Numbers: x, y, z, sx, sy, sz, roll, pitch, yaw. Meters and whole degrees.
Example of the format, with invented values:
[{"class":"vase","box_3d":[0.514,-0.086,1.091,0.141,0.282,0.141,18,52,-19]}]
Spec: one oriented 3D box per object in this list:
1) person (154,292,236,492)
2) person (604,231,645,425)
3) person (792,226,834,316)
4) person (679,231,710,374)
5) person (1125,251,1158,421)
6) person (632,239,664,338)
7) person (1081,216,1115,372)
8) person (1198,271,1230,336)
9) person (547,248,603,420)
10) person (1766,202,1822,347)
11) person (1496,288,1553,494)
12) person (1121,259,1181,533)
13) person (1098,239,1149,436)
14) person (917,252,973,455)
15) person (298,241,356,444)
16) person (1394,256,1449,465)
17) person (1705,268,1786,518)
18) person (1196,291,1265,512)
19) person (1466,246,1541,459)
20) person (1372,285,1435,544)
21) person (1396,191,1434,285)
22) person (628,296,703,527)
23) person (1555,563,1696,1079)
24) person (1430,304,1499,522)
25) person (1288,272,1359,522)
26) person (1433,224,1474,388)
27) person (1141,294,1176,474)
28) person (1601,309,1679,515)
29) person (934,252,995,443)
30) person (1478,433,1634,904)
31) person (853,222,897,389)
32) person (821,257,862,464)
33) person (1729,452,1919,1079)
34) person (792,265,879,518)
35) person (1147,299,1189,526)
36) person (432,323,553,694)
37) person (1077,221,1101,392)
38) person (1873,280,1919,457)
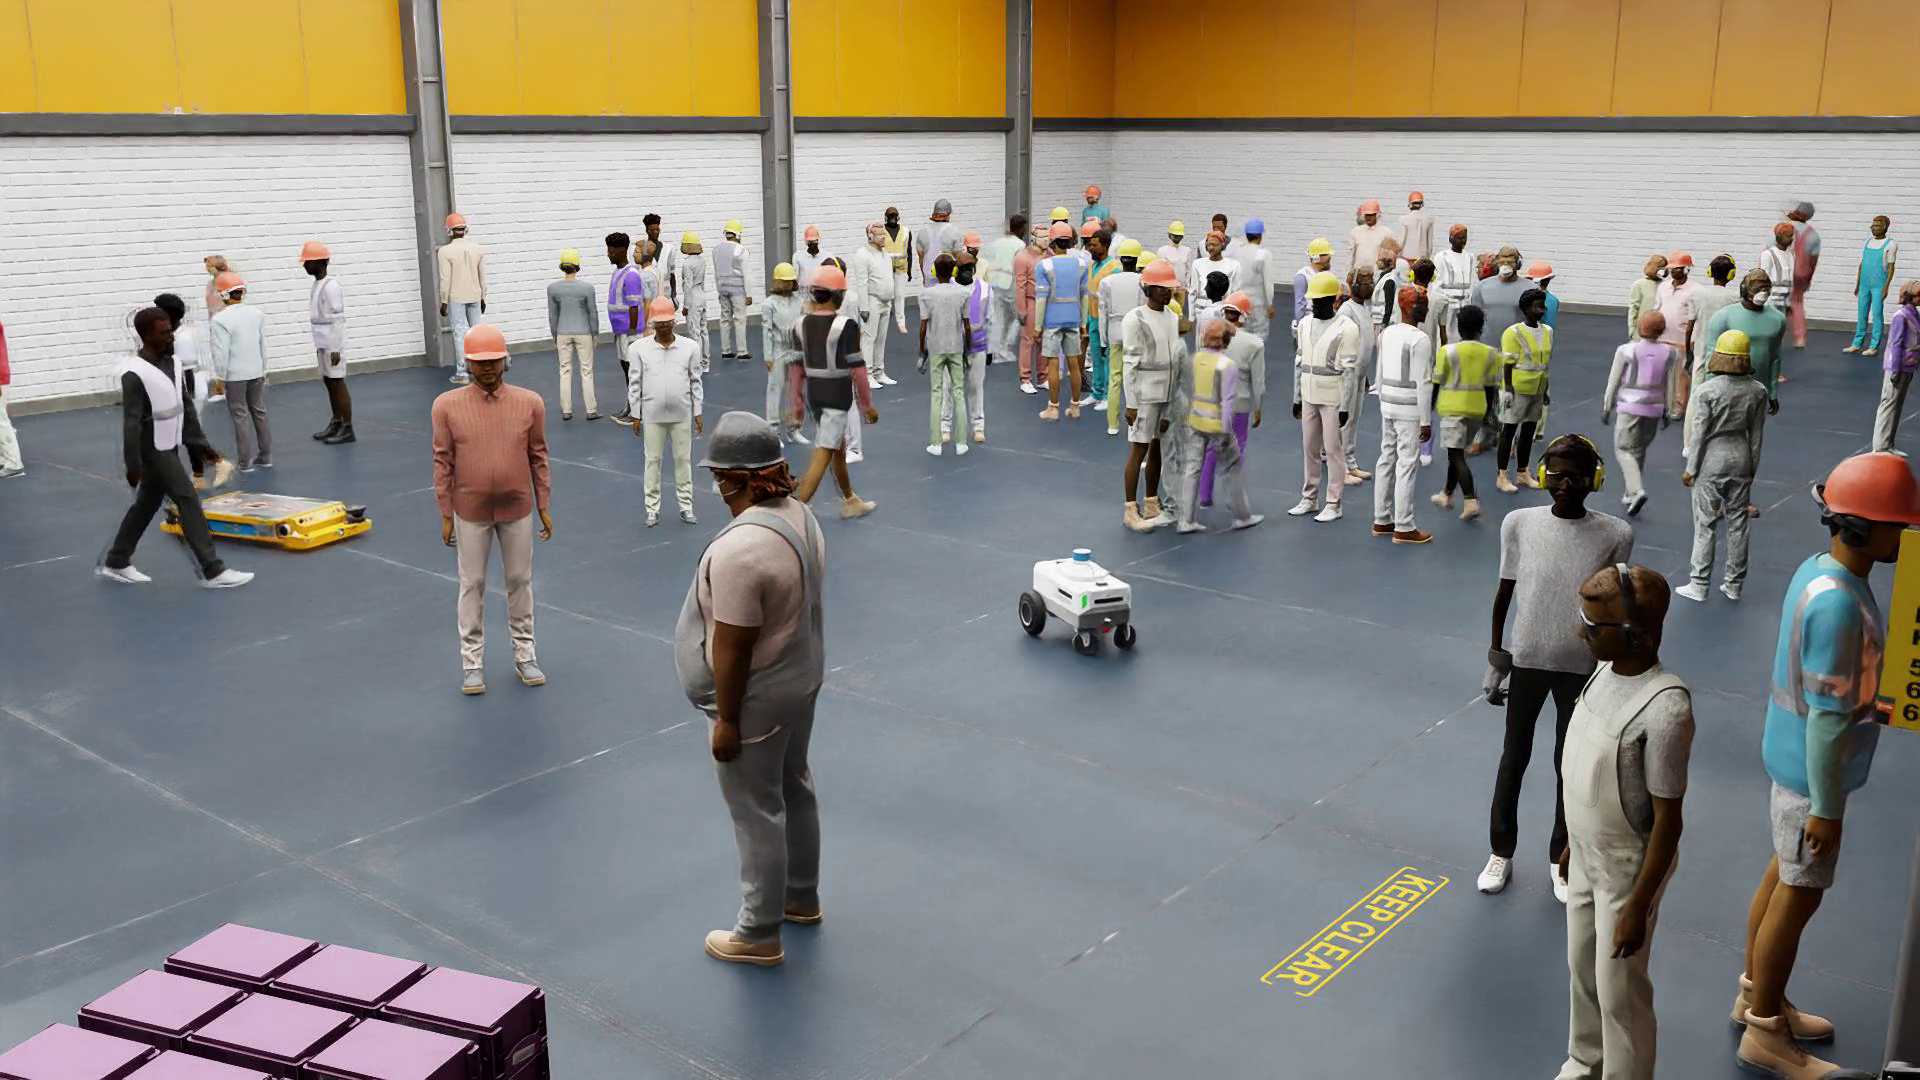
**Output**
[{"class":"person","box_3d":[-6.338,-1.196,13.684,0.406,1.688,0.544,-8,16,-30]},{"class":"person","box_3d":[-3.411,-2.162,16.986,0.376,1.958,0.603,-7,15,-25]},{"class":"person","box_3d":[-1.868,-3.127,21.249,0.572,1.749,0.341,-1,14,-6]},{"class":"person","box_3d":[-3.270,-2.899,20.361,0.294,1.744,0.487,4,15,15]},{"class":"person","box_3d":[1.880,-2.033,16.850,0.309,1.772,0.525,-3,14,-10]},{"class":"person","box_3d":[-3.279,-2.223,17.472,0.365,1.845,0.522,2,14,8]},{"class":"person","box_3d":[1.640,-3.037,20.583,0.407,1.906,0.655,-6,15,-23]},{"class":"person","box_3d":[2.365,-1.639,15.419,0.320,1.697,0.532,10,17,35]},{"class":"person","box_3d":[-3.973,-2.111,17.161,0.523,1.772,0.301,1,14,3]},{"class":"person","box_3d":[11.331,-3.649,22.756,0.733,2.000,0.540,0,14,-1]},{"class":"person","box_3d":[4.704,-1.241,13.830,0.535,1.697,0.318,-8,16,-29]},{"class":"person","box_3d":[1.473,-1.083,12.497,0.381,2.041,0.616,14,19,43]},{"class":"person","box_3d":[1.641,-1.969,16.270,0.587,1.928,0.363,4,15,16]},{"class":"person","box_3d":[-0.137,-1.716,15.374,0.518,1.874,0.329,-2,14,-6]},{"class":"person","box_3d":[-6.065,-1.885,15.915,0.374,1.934,0.551,-11,18,-36]},{"class":"person","box_3d":[4.087,-1.592,14.883,0.531,1.870,0.317,-1,14,-3]},{"class":"person","box_3d":[6.072,-1.134,12.911,0.627,1.940,0.373,-2,14,-9]},{"class":"person","box_3d":[2.128,-1.089,13.142,0.575,1.737,0.355,6,15,23]},{"class":"person","box_3d":[4.963,-1.716,15.238,0.630,1.940,0.372,6,15,22]},{"class":"person","box_3d":[3.254,-0.914,12.147,0.355,1.883,0.575,-5,15,-20]},{"class":"person","box_3d":[7.085,-4.443,26.022,0.621,1.992,0.397,-4,14,-14]},{"class":"person","box_3d":[-2.229,-0.974,12.649,0.571,1.751,0.329,-4,15,-16]},{"class":"person","box_3d":[1.861,0.955,4.771,0.344,1.839,0.505,0,14,-1]},{"class":"person","box_3d":[3.920,-0.991,12.903,0.525,1.662,0.845,-5,15,-18]},{"class":"person","box_3d":[2.786,-1.102,12.827,0.396,1.920,0.586,-9,17,-33]},{"class":"person","box_3d":[5.740,-2.721,19.367,0.584,1.882,0.346,-7,16,-28]},{"class":"person","box_3d":[1.750,-1.393,14.567,0.274,1.632,0.507,-3,14,-11]},{"class":"person","box_3d":[5.347,-0.997,13.075,0.527,1.621,0.739,0,14,-1]},{"class":"person","box_3d":[0.027,-1.838,15.953,0.627,1.834,0.431,-2,14,-8]},{"class":"person","box_3d":[2.323,0.503,6.512,0.514,1.872,0.328,5,15,18]},{"class":"person","box_3d":[-0.966,-2.729,19.351,0.410,1.909,0.642,7,16,26]},{"class":"person","box_3d":[-1.088,-1.621,15.040,0.344,1.856,0.526,-9,17,-33]},{"class":"person","box_3d":[2.759,0.724,5.279,0.391,2.040,0.615,6,15,23]},{"class":"person","box_3d":[-0.998,-1.054,12.503,0.613,1.997,1.061,13,19,41]},{"class":"person","box_3d":[1.583,-0.979,12.719,0.323,1.728,0.488,2,14,9]},{"class":"person","box_3d":[-2.499,-0.169,8.942,0.611,1.996,0.387,-6,15,-23]},{"class":"person","box_3d":[1.472,-2.670,19.049,0.372,1.939,0.544,1,14,4]},{"class":"person","box_3d":[8.571,-1.541,15.148,0.310,1.638,0.523,12,19,40]}]
